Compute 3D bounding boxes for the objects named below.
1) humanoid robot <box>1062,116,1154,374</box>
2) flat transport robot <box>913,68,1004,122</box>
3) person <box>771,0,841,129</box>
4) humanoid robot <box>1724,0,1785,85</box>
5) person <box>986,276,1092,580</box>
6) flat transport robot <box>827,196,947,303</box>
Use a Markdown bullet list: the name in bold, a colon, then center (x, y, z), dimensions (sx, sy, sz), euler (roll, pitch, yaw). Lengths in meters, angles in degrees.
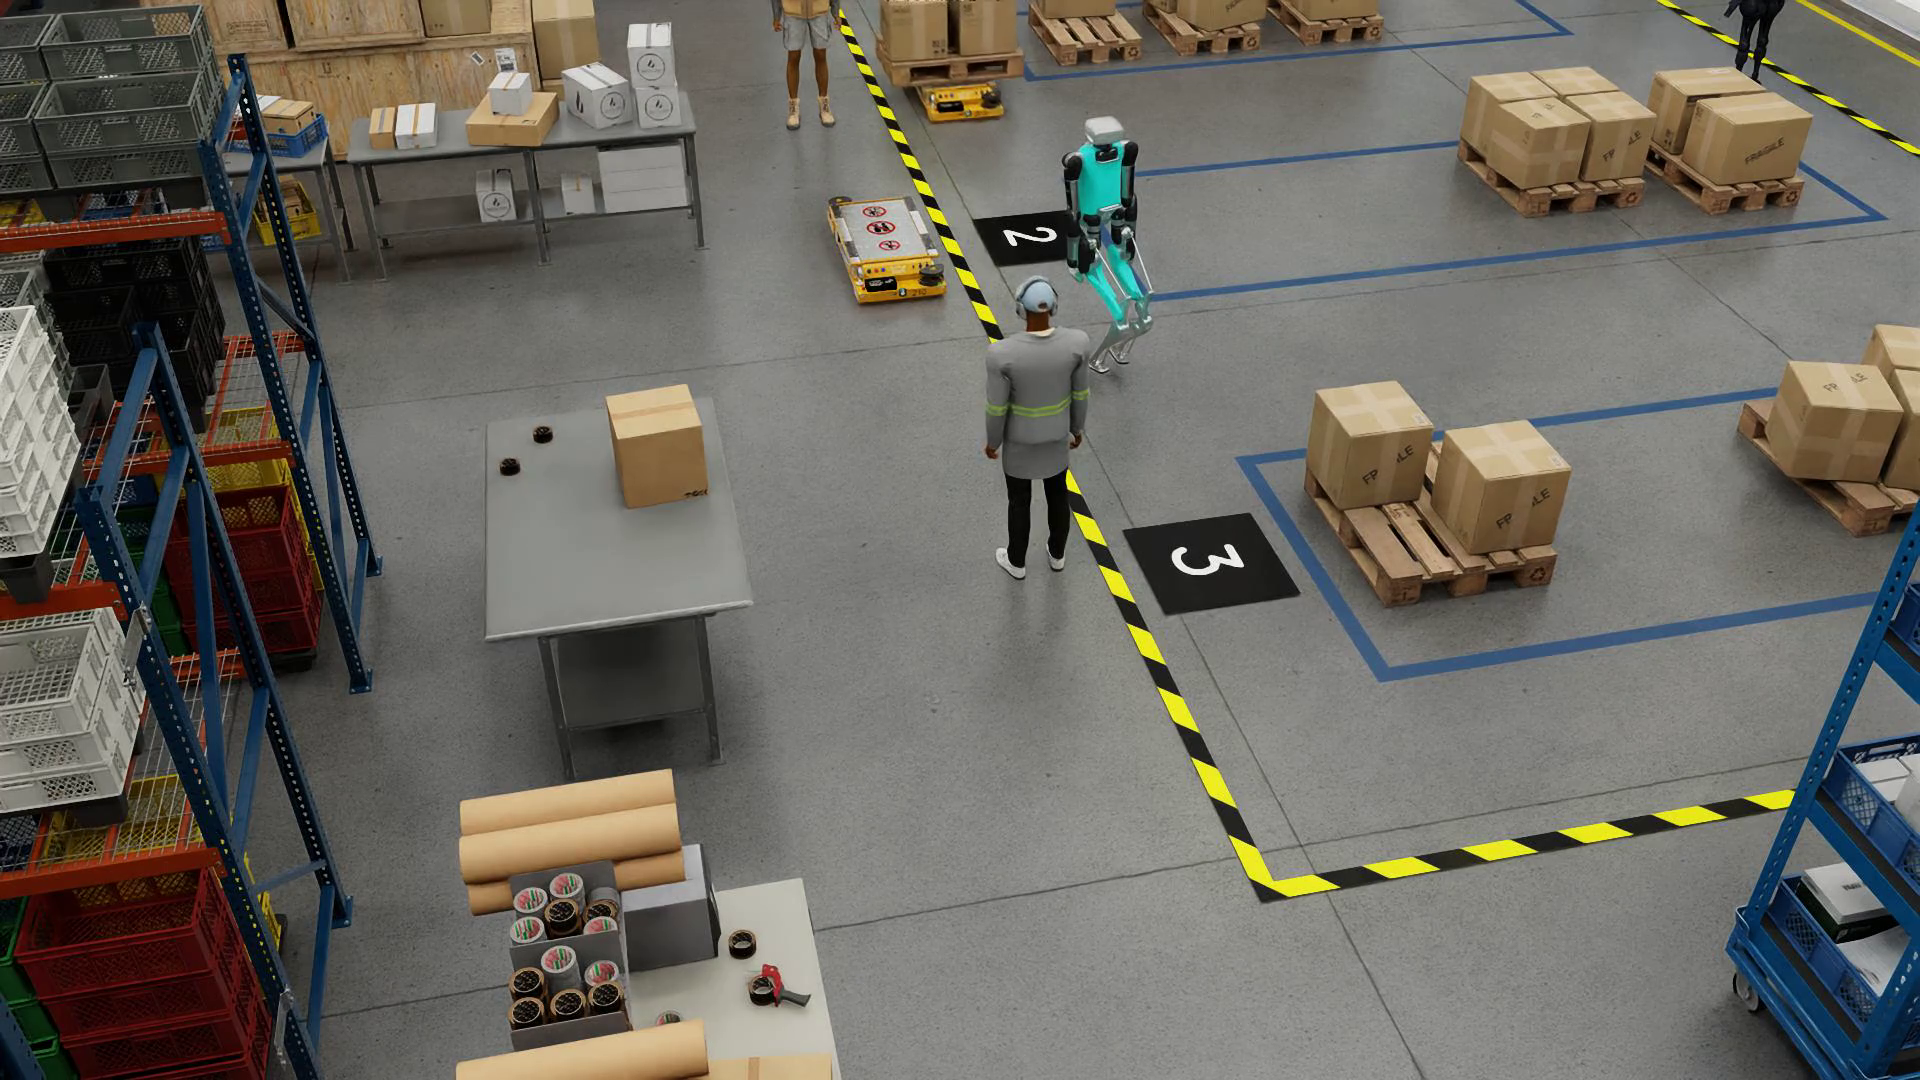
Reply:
- **humanoid robot**: center (1.009, -1.817, 10.654), dimensions (0.533, 1.677, 0.735), euler (-19, 41, -23)
- **flat transport robot**: center (-0.087, -4.203, 15.179), dimensions (0.652, 0.197, 1.431), euler (-8, 37, -10)
- **person**: center (-1.303, -4.508, 14.130), dimensions (0.603, 2.041, 0.378), euler (-6, 37, -8)
- **humanoid robot**: center (7.197, -4.892, 14.938), dimensions (0.599, 1.655, 0.315), euler (-15, 39, -19)
- **person**: center (0.406, -0.601, 9.035), dimensions (0.586, 1.853, 0.378), euler (-10, 38, -13)
- **flat transport robot**: center (-0.570, -2.220, 12.538), dimensions (0.659, 0.231, 1.431), euler (-8, 37, -10)
